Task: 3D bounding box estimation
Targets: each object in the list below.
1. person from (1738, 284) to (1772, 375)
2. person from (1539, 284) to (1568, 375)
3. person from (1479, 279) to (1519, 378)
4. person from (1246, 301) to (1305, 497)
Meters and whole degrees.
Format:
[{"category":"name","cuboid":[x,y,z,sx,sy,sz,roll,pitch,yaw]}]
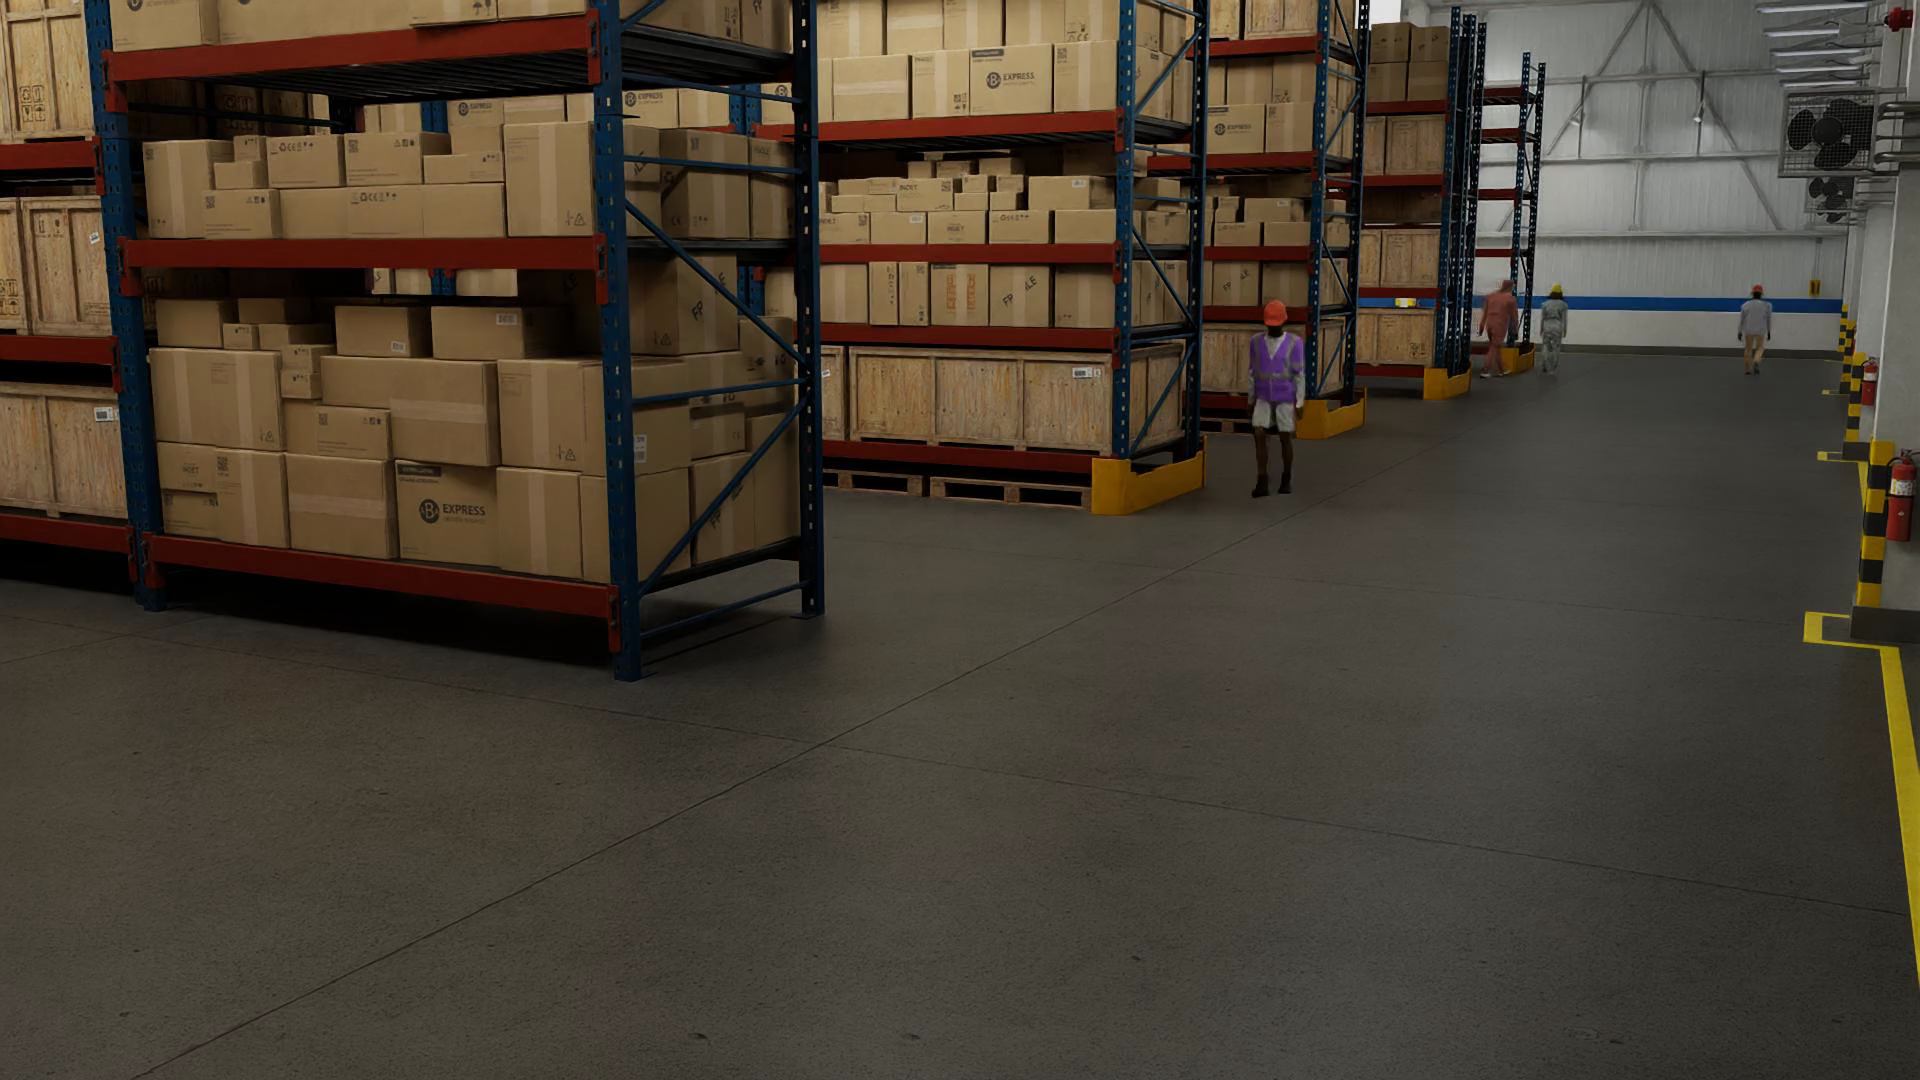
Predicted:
[{"category":"person","cuboid":[15.116,-3.992,31.648,0.590,1.732,0.411,5,11,27]},{"category":"person","cuboid":[11.404,-4.036,31.928,0.508,1.730,0.464,5,11,26]},{"category":"person","cuboid":[10.113,-3.940,31.109,1.031,1.828,0.654,-7,12,-35]},{"category":"person","cuboid":[2.999,-1.344,15.941,0.604,1.868,0.891,5,11,25]}]
